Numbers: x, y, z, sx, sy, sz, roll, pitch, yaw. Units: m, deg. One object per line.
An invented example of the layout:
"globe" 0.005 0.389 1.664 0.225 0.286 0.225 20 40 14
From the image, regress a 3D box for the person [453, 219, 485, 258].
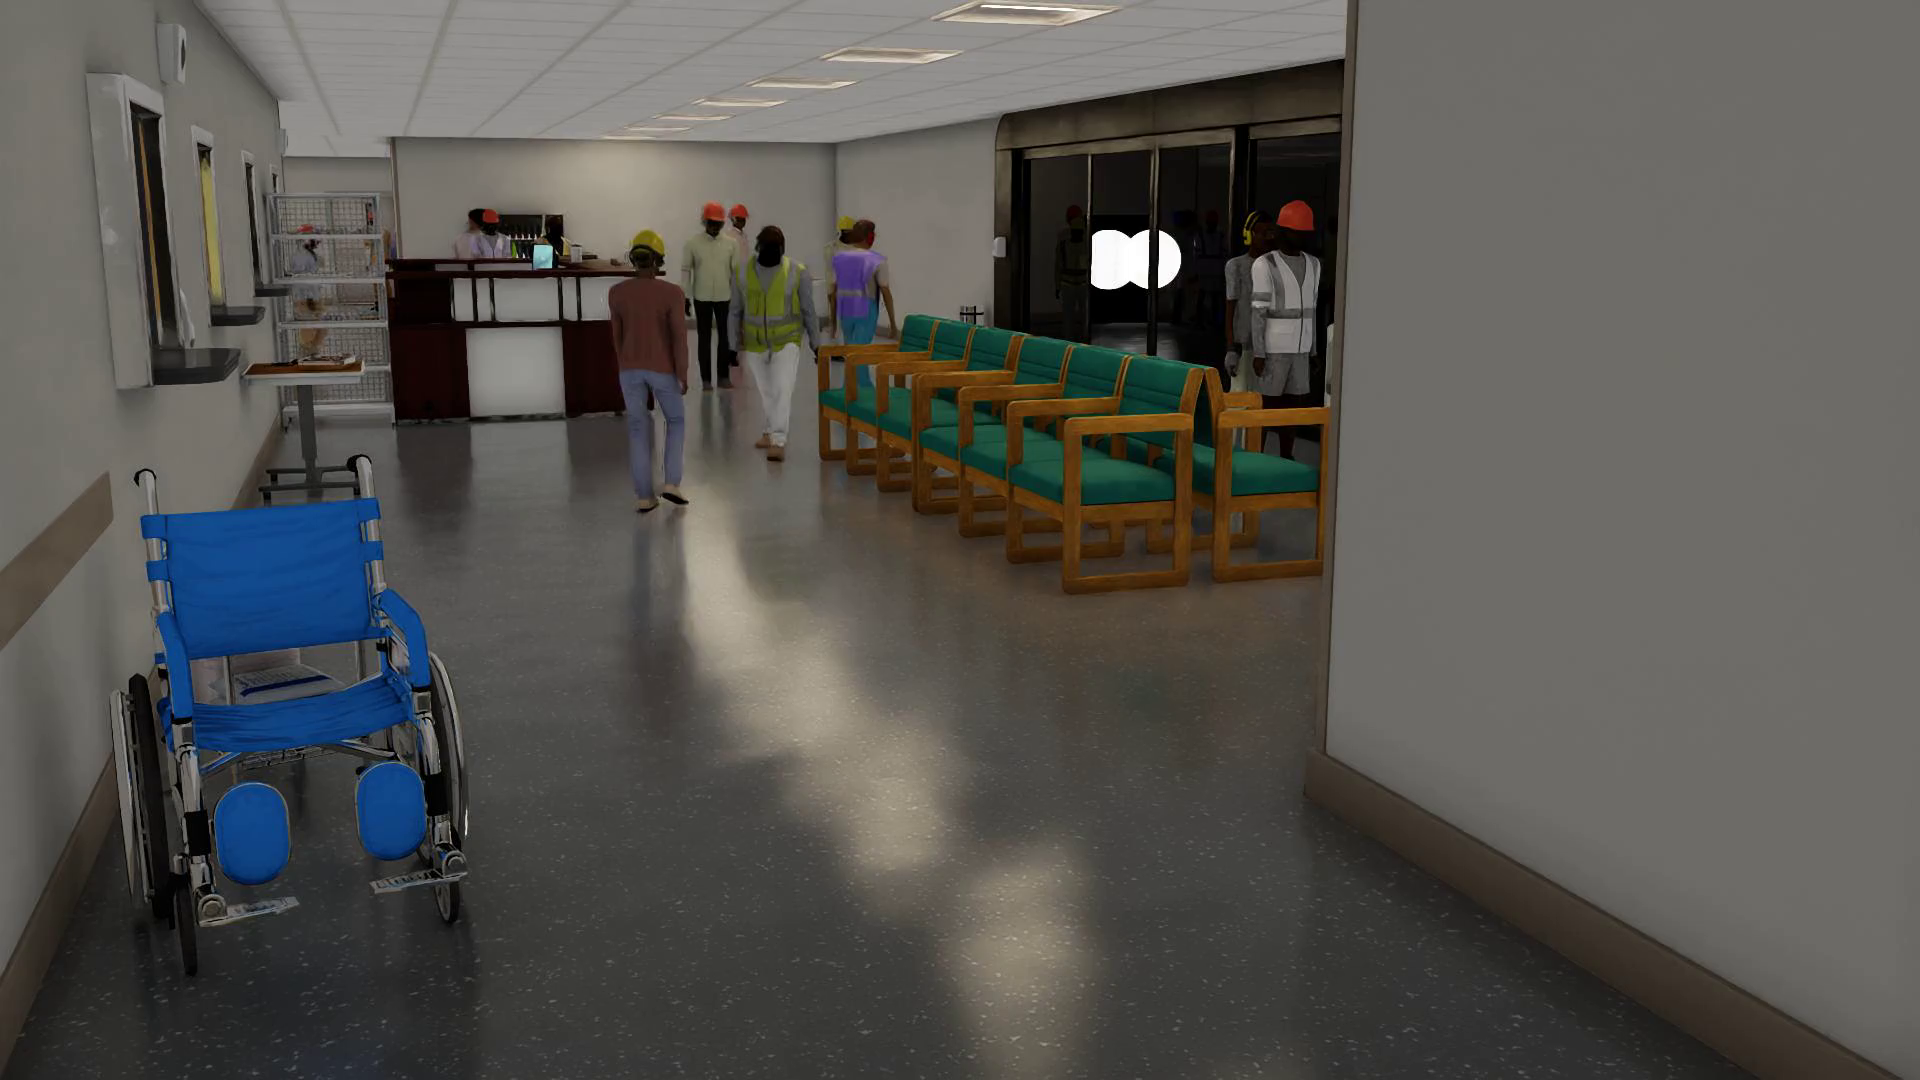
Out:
"person" -7.048 -3.749 23.980 0.714 1.853 0.928 5 12 23

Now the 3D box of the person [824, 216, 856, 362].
"person" -1.448 -3.185 21.123 0.591 1.833 0.404 -10 15 -43

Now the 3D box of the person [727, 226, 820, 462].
"person" -1.430 -1.512 12.756 0.671 1.769 1.078 2 11 9

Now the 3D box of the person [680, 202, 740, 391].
"person" -2.624 -2.561 17.610 0.670 1.981 0.476 -5 12 -22

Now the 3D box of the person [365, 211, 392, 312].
"person" -11.238 -5.371 32.098 0.374 1.927 0.542 10 15 42

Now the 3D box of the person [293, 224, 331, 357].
"person" -7.960 -3.006 20.450 0.371 1.737 0.569 0 11 2

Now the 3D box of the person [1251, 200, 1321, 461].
"person" 2.204 -1.293 11.152 0.551 1.932 0.376 -6 13 -29

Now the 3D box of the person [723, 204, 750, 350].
"person" -3.050 -3.610 22.904 0.401 1.987 0.612 4 12 20

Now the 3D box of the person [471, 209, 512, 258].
"person" -6.513 -3.640 23.221 0.545 1.931 0.380 -6 12 -26

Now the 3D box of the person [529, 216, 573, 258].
"person" -5.001 -3.080 20.596 0.429 1.835 0.633 9 14 40

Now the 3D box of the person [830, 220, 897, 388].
"person" -0.875 -2.027 15.286 0.587 1.787 0.978 7 13 31

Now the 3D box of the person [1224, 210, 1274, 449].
"person" 2.008 -1.299 11.377 0.520 1.862 0.327 -9 14 -40

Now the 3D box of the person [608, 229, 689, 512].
"person" -1.929 -1.052 10.393 0.521 1.745 0.455 1 11 7
